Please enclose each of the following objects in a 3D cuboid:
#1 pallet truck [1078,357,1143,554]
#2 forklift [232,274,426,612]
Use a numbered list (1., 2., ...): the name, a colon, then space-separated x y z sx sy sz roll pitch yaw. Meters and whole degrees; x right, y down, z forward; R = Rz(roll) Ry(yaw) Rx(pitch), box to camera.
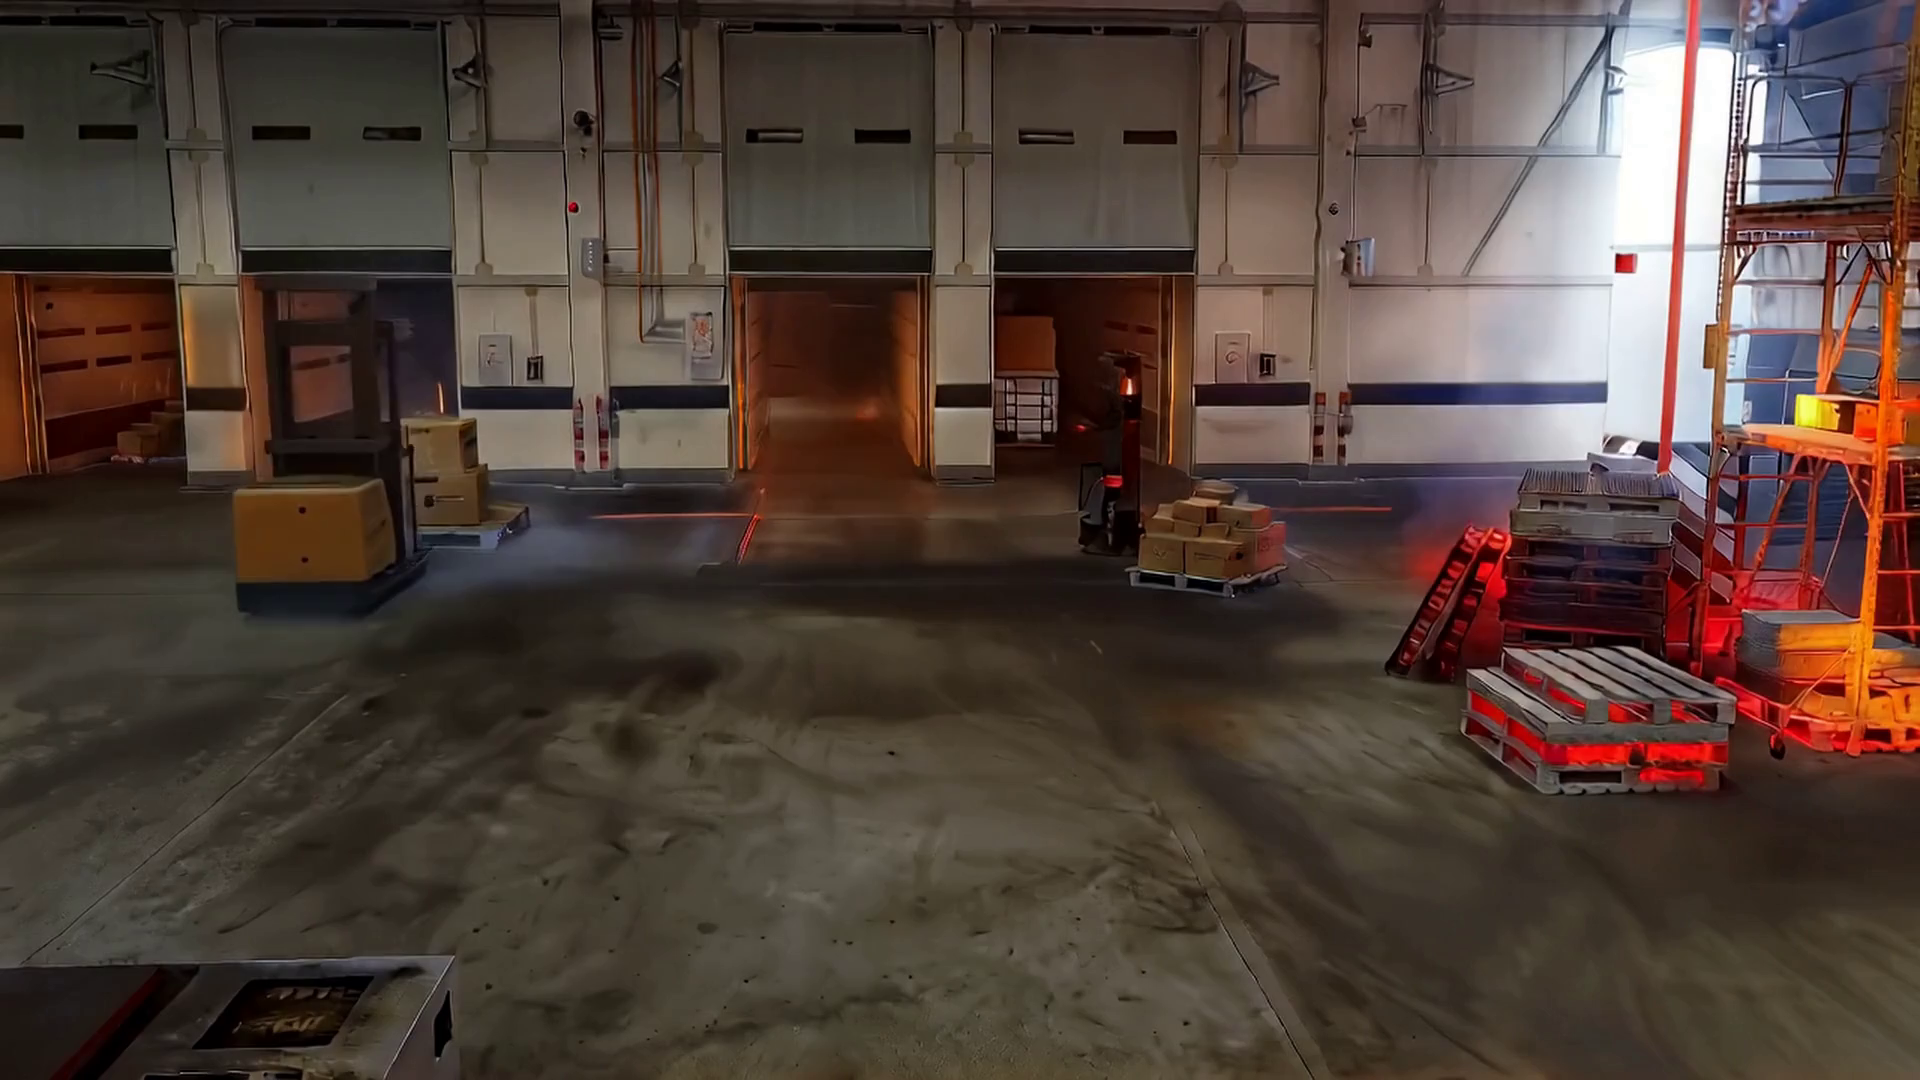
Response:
1. pallet truck: 2.088 -0.836 16.757 1.885 1.965 0.823 2 9 13
2. forklift: -5.461 -0.886 14.313 1.129 2.768 1.873 -1 9 -4
